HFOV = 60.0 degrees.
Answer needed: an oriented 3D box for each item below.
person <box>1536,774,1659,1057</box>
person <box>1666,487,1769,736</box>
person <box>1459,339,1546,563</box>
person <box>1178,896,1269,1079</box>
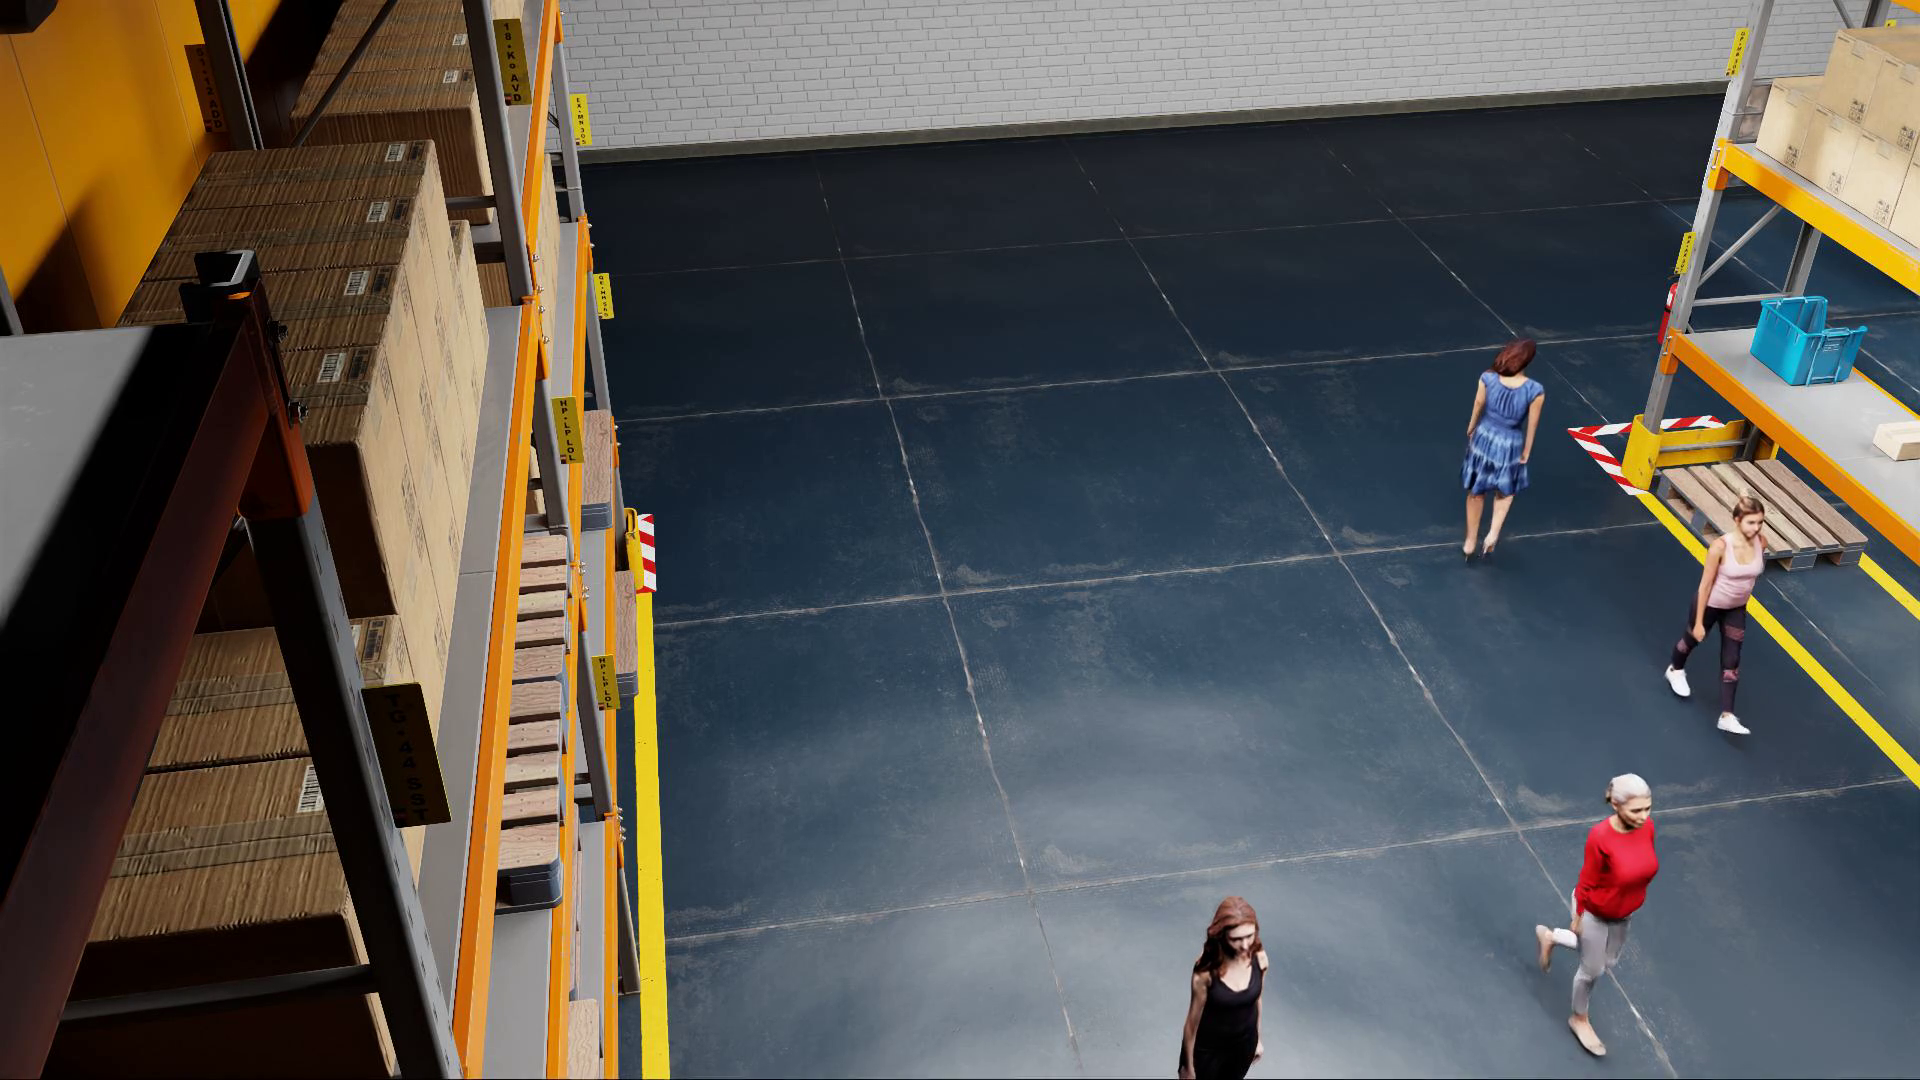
[{"bbox_3d":[3.194,1.818,8.401,0.657,1.680,0.940,-12,35,-17],"label":"person"},{"bbox_3d":[4.804,0.387,10.630,0.604,1.596,1.048,-4,34,-6],"label":"person"},{"bbox_3d":[3.830,-0.575,11.899,0.806,1.793,0.849,13,36,19],"label":"person"},{"bbox_3d":[1.188,2.282,7.644,0.642,1.746,0.592,-15,36,-21],"label":"person"}]
